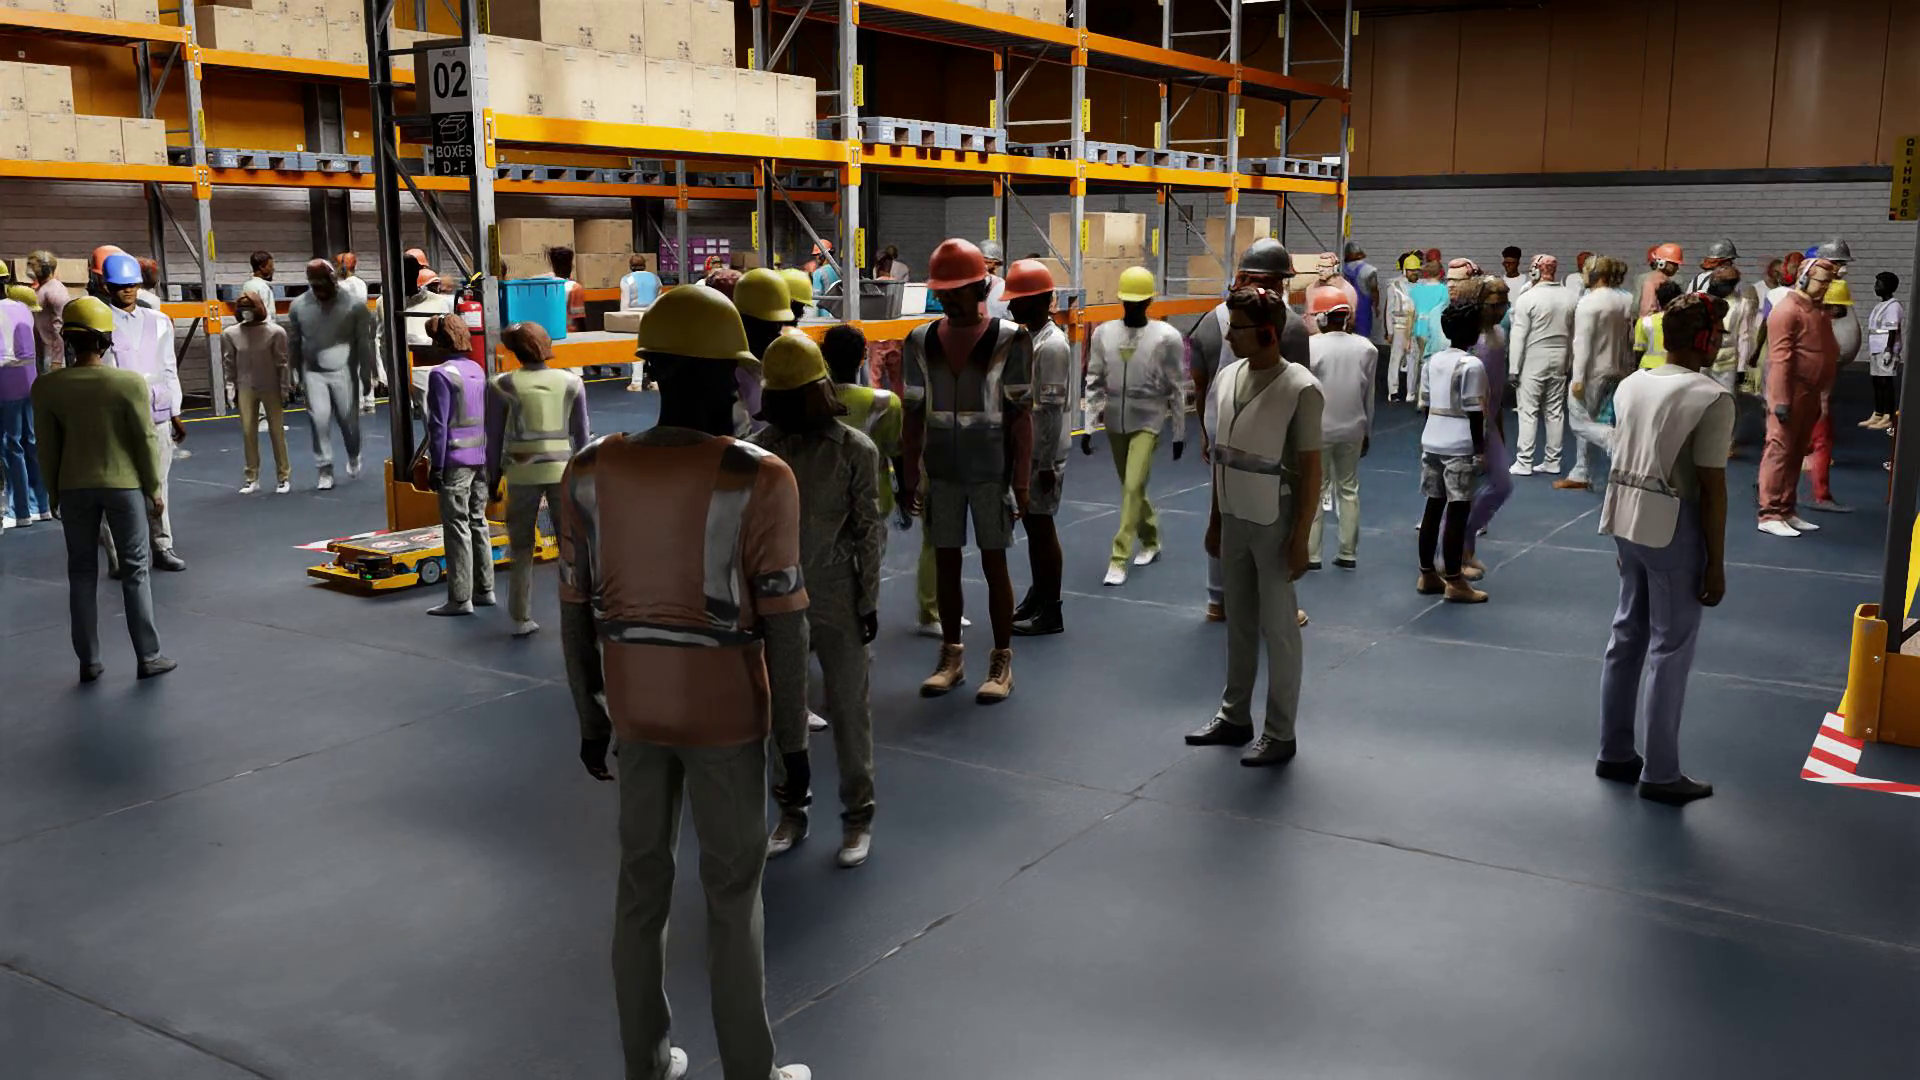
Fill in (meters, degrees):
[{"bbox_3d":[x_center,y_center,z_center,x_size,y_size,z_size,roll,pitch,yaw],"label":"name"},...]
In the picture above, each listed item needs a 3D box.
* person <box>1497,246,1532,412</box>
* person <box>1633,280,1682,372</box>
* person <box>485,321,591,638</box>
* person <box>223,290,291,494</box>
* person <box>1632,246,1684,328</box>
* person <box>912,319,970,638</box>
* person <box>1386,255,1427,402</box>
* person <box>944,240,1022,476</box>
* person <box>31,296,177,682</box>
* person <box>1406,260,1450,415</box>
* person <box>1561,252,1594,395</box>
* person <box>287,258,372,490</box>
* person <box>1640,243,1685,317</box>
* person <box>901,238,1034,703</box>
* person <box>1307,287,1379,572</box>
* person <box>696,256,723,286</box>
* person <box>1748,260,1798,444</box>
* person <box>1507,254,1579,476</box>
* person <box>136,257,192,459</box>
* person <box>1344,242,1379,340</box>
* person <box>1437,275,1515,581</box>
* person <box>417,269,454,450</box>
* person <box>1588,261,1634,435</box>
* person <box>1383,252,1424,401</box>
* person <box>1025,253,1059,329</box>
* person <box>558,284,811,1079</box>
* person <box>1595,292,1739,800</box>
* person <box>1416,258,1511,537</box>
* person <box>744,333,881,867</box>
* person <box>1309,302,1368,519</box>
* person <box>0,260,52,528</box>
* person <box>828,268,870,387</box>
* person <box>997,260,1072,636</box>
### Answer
[{"bbox_3d":[6.523,-2.498,19.717,0.605,1.959,0.365,8,13,38],"label":"person"},{"bbox_3d":[6.176,-1.433,14.586,0.537,1.682,0.593,2,10,12],"label":"person"},{"bbox_3d":[-2.126,-0.304,8.472,0.534,1.620,0.340,-6,12,-31],"label":"person"},{"bbox_3d":[-5.600,-1.173,13.286,0.507,1.626,0.284,-1,10,-5],"label":"person"},{"bbox_3d":[9.102,-2.857,21.724,0.616,1.945,0.720,1,10,3],"label":"person"},{"bbox_3d":[-0.102,-0.323,8.575,0.347,1.621,0.506,3,11,19],"label":"person"},{"bbox_3d":[5.630,-2.644,20.860,0.591,1.833,0.403,-2,10,-11],"label":"person"},{"bbox_3d":[0.236,-1.558,14.266,0.676,2.000,0.536,3,11,18],"label":"person"},{"bbox_3d":[-3.939,-0.227,7.647,0.524,1.770,0.315,-1,10,-8],"label":"person"},{"bbox_3d":[5.505,-2.365,19.448,0.574,1.794,1.011,7,12,34],"label":"person"},{"bbox_3d":[8.012,-2.792,21.586,0.381,1.876,0.581,-5,12,-28],"label":"person"},{"bbox_3d":[-5.144,-1.363,13.636,0.672,1.875,0.580,-2,10,-10],"label":"person"},{"bbox_3d":[7.039,-1.981,16.759,0.391,1.986,0.609,7,13,35],"label":"person"},{"bbox_3d":[0.022,-0.297,7.311,0.613,2.033,0.410,4,11,21],"label":"person"},{"bbox_3d":[2.267,-0.675,10.211,0.562,1.742,0.360,-2,10,-12],"label":"person"},{"bbox_3d":[-2.980,-2.462,19.852,0.392,1.836,0.561,5,11,25],"label":"person"},{"bbox_3d":[8.149,-1.831,16.375,0.683,1.821,0.413,0,10,1],"label":"person"},{"bbox_3d":[4.985,-1.497,14.326,0.645,1.900,0.399,-4,11,-21],"label":"person"},{"bbox_3d":[-7.441,-1.650,15.233,0.579,1.872,0.543,9,14,41],"label":"person"},{"bbox_3d":[6.252,-3.719,26.236,0.713,2.000,0.721,6,12,31],"label":"person"},{"bbox_3d":[3.058,-0.650,9.858,0.583,1.814,0.425,-10,14,-43],"label":"person"},{"bbox_3d":[-5.084,-1.735,16.065,0.337,1.742,0.562,4,11,23],"label":"person"},{"bbox_3d":[6.717,-1.983,17.273,0.412,1.808,0.576,-6,12,-30],"label":"person"},{"bbox_3d":[5.580,-2.677,20.938,0.513,1.872,0.331,6,12,28],"label":"person"},{"bbox_3d":[1.081,-3.222,24.069,0.722,1.833,0.430,8,13,38],"label":"person"},{"bbox_3d":[-0.610,0.389,3.798,0.591,1.922,0.380,3,11,18],"label":"person"},{"bbox_3d":[2.550,0.027,6.050,0.388,1.837,0.562,-3,11,-15],"label":"person"},{"bbox_3d":[3.429,-0.975,11.437,0.399,1.900,0.644,-9,13,-40],"label":"person"},{"bbox_3d":[-0.499,0.197,5.398,0.494,1.730,0.324,2,10,12],"label":"person"},{"bbox_3d":[2.729,-0.958,12.162,0.524,1.586,0.784,2,11,13],"label":"person"},{"bbox_3d":[-6.740,-1.042,11.751,0.393,1.918,0.586,0,10,-1],"label":"person"},{"bbox_3d":[-1.139,-2.178,18.078,0.600,1.908,0.396,-4,11,-20],"label":"person"},{"bbox_3d":[0.374,-0.464,8.536,0.388,1.926,0.549,-2,10,-12],"label":"person"}]
